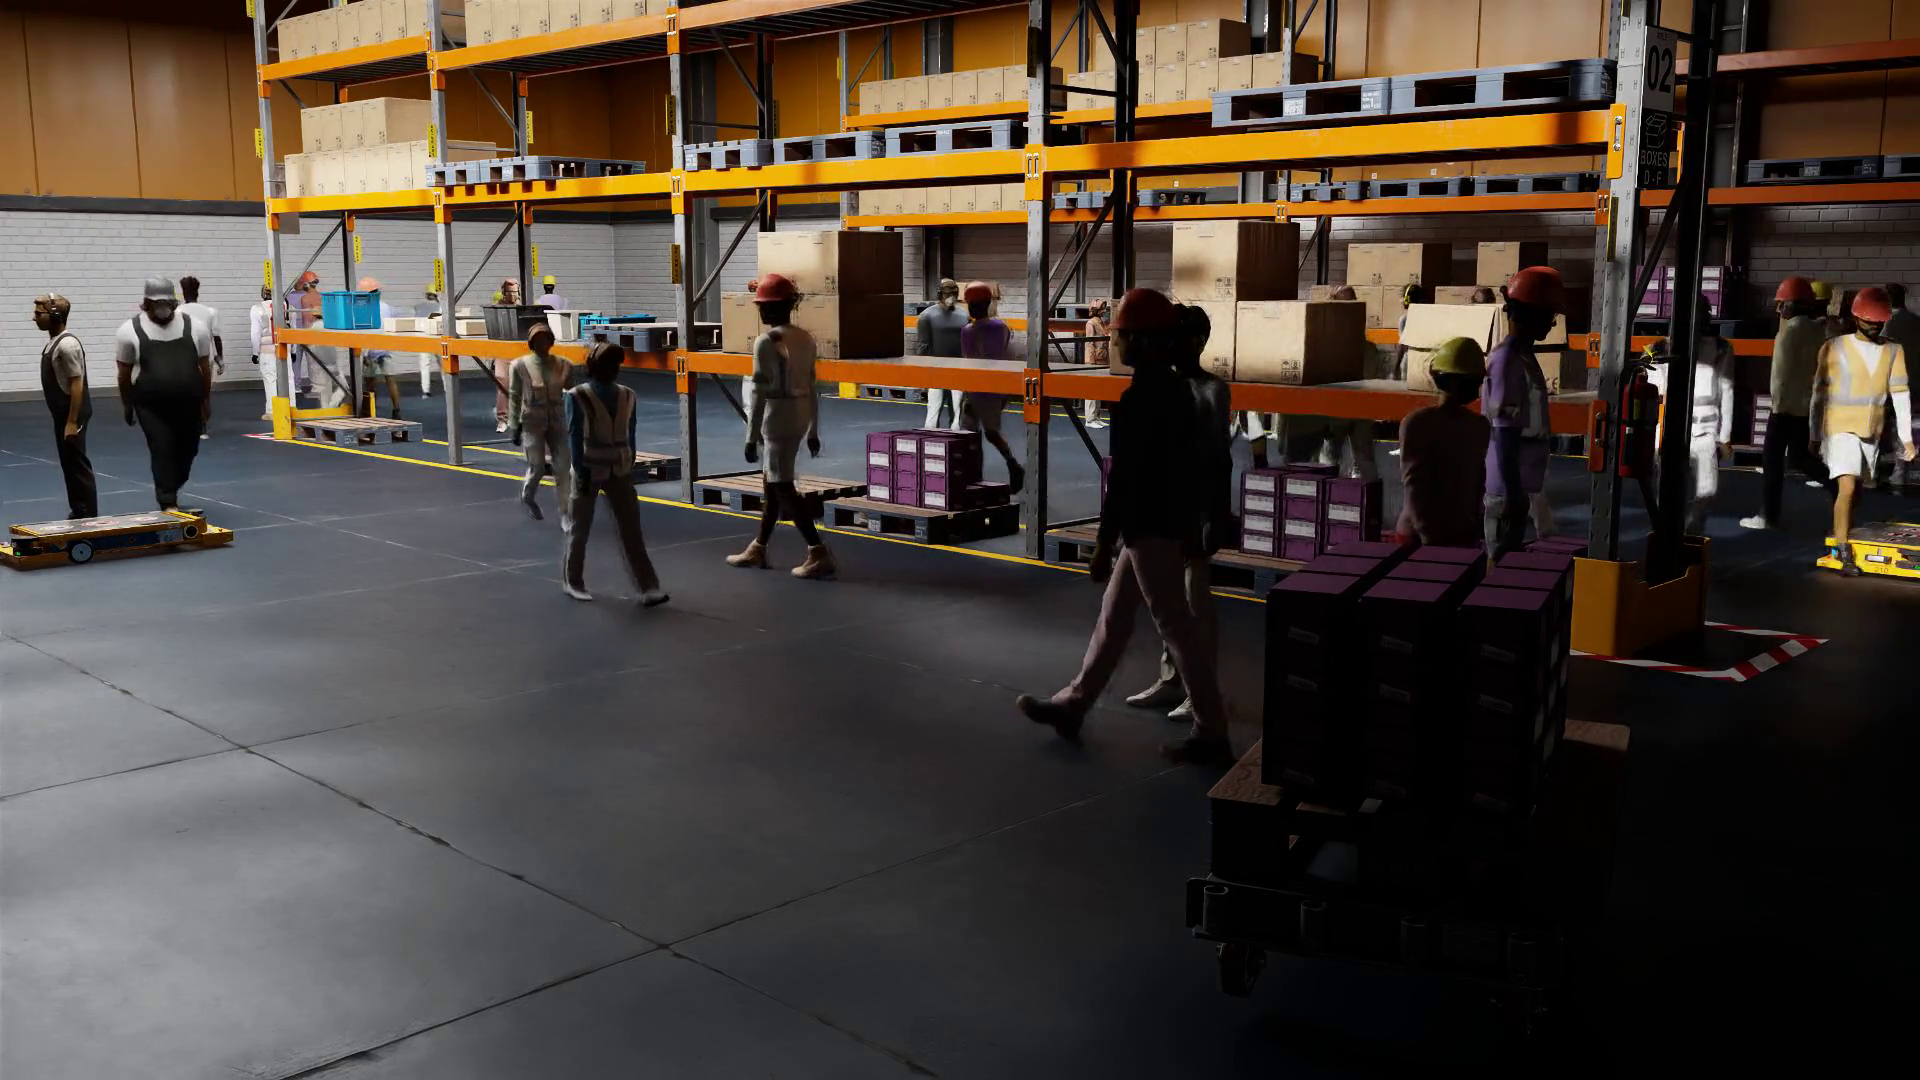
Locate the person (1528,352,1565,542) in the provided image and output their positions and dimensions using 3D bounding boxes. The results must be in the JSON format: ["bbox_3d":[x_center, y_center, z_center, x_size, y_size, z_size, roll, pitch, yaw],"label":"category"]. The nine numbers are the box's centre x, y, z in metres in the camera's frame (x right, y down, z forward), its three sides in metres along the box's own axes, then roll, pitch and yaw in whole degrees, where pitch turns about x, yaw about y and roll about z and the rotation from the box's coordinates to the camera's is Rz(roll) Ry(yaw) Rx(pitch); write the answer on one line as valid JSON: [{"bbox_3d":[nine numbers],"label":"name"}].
[{"bbox_3d":[3.975,-0.781,11.755,0.639,1.801,0.944,-6,11,-33],"label":"person"}]

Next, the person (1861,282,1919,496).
[{"bbox_3d":[8.359,-1.356,14.956,0.652,1.897,0.621,-4,10,-24],"label":"person"}]

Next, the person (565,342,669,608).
[{"bbox_3d":[-2.117,-0.381,9.936,0.524,1.586,0.884,-9,13,-42],"label":"person"}]

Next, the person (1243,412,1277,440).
[{"bbox_3d":[3.635,-2.001,19.775,0.523,1.608,0.625,-8,12,-41],"label":"person"}]

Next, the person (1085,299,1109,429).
[{"bbox_3d":[1.740,-2.244,21.196,0.308,1.641,0.514,4,10,21],"label":"person"}]

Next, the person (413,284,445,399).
[{"bbox_3d":[-8.282,-3.125,26.174,0.608,1.778,0.946,0,9,-2],"label":"person"}]

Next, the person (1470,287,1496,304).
[{"bbox_3d":[4.673,-1.335,14.974,0.673,1.850,1.011,-1,9,-5],"label":"person"}]

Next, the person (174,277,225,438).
[{"bbox_3d":[-9.276,-2.205,20.093,0.630,1.914,0.969,-7,12,-38],"label":"person"}]

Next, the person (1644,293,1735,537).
[{"bbox_3d":[4.764,-0.689,10.944,0.603,1.872,0.422,2,10,15],"label":"person"}]

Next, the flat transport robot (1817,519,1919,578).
[{"bbox_3d":[6.424,0.049,11.325,0.652,0.197,1.431,9,13,44],"label":"flat transport robot"}]

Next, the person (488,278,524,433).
[{"bbox_3d":[-5.534,-2.278,20.607,0.639,1.904,0.409,-3,10,-17],"label":"person"}]

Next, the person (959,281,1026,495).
[{"bbox_3d":[0.244,-1.300,14.543,0.551,1.921,0.648,-8,12,-40],"label":"person"}]

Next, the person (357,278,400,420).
[{"bbox_3d":[-7.629,-2.453,21.687,0.896,1.887,0.579,8,12,41],"label":"person"}]

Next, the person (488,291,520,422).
[{"bbox_3d":[-5.981,-2.381,21.777,0.414,1.731,0.490,2,9,10],"label":"person"}]

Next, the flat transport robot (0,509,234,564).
[{"bbox_3d":[-6.031,-0.036,11.842,0.652,0.197,1.431,9,13,44],"label":"flat transport robot"}]

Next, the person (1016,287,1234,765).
[{"bbox_3d":[0.707,-0.057,6.863,1.005,1.937,0.644,4,10,23],"label":"person"}]

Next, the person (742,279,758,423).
[{"bbox_3d":[-2.687,-2.481,21.910,0.355,1.883,0.572,5,10,27],"label":"person"}]

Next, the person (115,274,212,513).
[{"bbox_3d":[-6.486,-1.197,13.550,0.699,2.000,0.850,-7,11,-36],"label":"person"}]

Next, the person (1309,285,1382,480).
[{"bbox_3d":[3.620,-1.451,15.661,0.657,1.865,0.813,-7,12,-37],"label":"person"}]

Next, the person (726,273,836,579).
[{"bbox_3d":[-1.181,-0.749,10.948,0.949,2.004,0.624,4,10,25],"label":"person"}]

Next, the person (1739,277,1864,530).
[{"bbox_3d":[6.463,-1.017,12.702,0.616,1.971,0.762,-6,11,-34],"label":"person"}]

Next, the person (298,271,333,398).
[{"bbox_3d":[-10.161,-3.229,26.155,0.402,1.990,0.622,2,9,13],"label":"person"}]

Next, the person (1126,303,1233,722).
[{"bbox_3d":[1.002,-0.125,7.500,0.319,1.871,0.532,-5,11,-29],"label":"person"}]

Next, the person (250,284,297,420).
[{"bbox_3d":[-9.196,-2.523,22.288,0.429,1.842,0.632,8,12,41],"label":"person"}]

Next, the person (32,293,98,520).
[{"bbox_3d":[-6.587,-0.888,12.254,0.346,1.845,0.505,-7,12,-37],"label":"person"}]

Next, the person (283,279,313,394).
[{"bbox_3d":[-10.641,-3.316,26.961,0.652,1.904,0.402,0,9,0],"label":"person"}]

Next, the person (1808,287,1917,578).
[{"bbox_3d":[5.932,-0.699,10.921,0.580,1.895,0.738,-1,9,-5],"label":"person"}]

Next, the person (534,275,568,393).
[{"bbox_3d":[-6.639,-3.329,26.971,0.589,1.927,0.388,-4,10,-22],"label":"person"}]

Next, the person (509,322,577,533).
[{"bbox_3d":[-3.215,-0.874,12.847,0.571,1.621,0.530,-6,11,-31],"label":"person"}]

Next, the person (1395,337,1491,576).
[{"bbox_3d":[2.146,-0.021,7.322,0.521,1.725,0.835,-3,10,-20],"label":"person"}]

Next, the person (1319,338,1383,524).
[{"bbox_3d":[3.089,-1.012,13.256,0.591,1.774,0.974,-3,10,-18],"label":"person"}]

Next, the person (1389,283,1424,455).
[{"bbox_3d":[4.884,-1.834,17.993,0.558,1.868,0.321,-7,11,-36],"label":"person"}]

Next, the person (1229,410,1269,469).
[{"bbox_3d":[2.335,-1.177,14.021,1.018,1.859,0.619,1,9,9],"label":"person"}]

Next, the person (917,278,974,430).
[{"bbox_3d":[-0.131,-1.697,16.959,0.628,1.932,0.364,-5,10,-26],"label":"person"}]

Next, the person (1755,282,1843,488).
[{"bbox_3d":[7.837,-1.439,15.471,0.899,1.888,0.617,9,13,43],"label":"person"}]

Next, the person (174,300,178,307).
[{"bbox_3d":[-10.559,-2.467,22.340,0.926,1.711,0.521,5,11,30],"label":"person"}]

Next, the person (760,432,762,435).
[{"bbox_3d":[-2.154,-2.039,19.862,0.801,1.663,0.548,3,10,18],"label":"person"}]

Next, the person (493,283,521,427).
[{"bbox_3d":[-5.709,-2.360,21.291,0.418,1.852,0.521,-4,10,-21],"label":"person"}]

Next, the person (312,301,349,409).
[{"bbox_3d":[-7.974,-2.210,21.029,0.518,1.620,0.344,8,12,40],"label":"person"}]

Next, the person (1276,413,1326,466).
[{"bbox_3d":[2.567,-0.770,12.260,0.506,1.614,0.611,-8,12,-40],"label":"person"}]

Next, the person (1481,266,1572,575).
[{"bbox_3d":[2.632,-0.262,7.843,0.391,2.034,0.605,3,10,20],"label":"person"}]
